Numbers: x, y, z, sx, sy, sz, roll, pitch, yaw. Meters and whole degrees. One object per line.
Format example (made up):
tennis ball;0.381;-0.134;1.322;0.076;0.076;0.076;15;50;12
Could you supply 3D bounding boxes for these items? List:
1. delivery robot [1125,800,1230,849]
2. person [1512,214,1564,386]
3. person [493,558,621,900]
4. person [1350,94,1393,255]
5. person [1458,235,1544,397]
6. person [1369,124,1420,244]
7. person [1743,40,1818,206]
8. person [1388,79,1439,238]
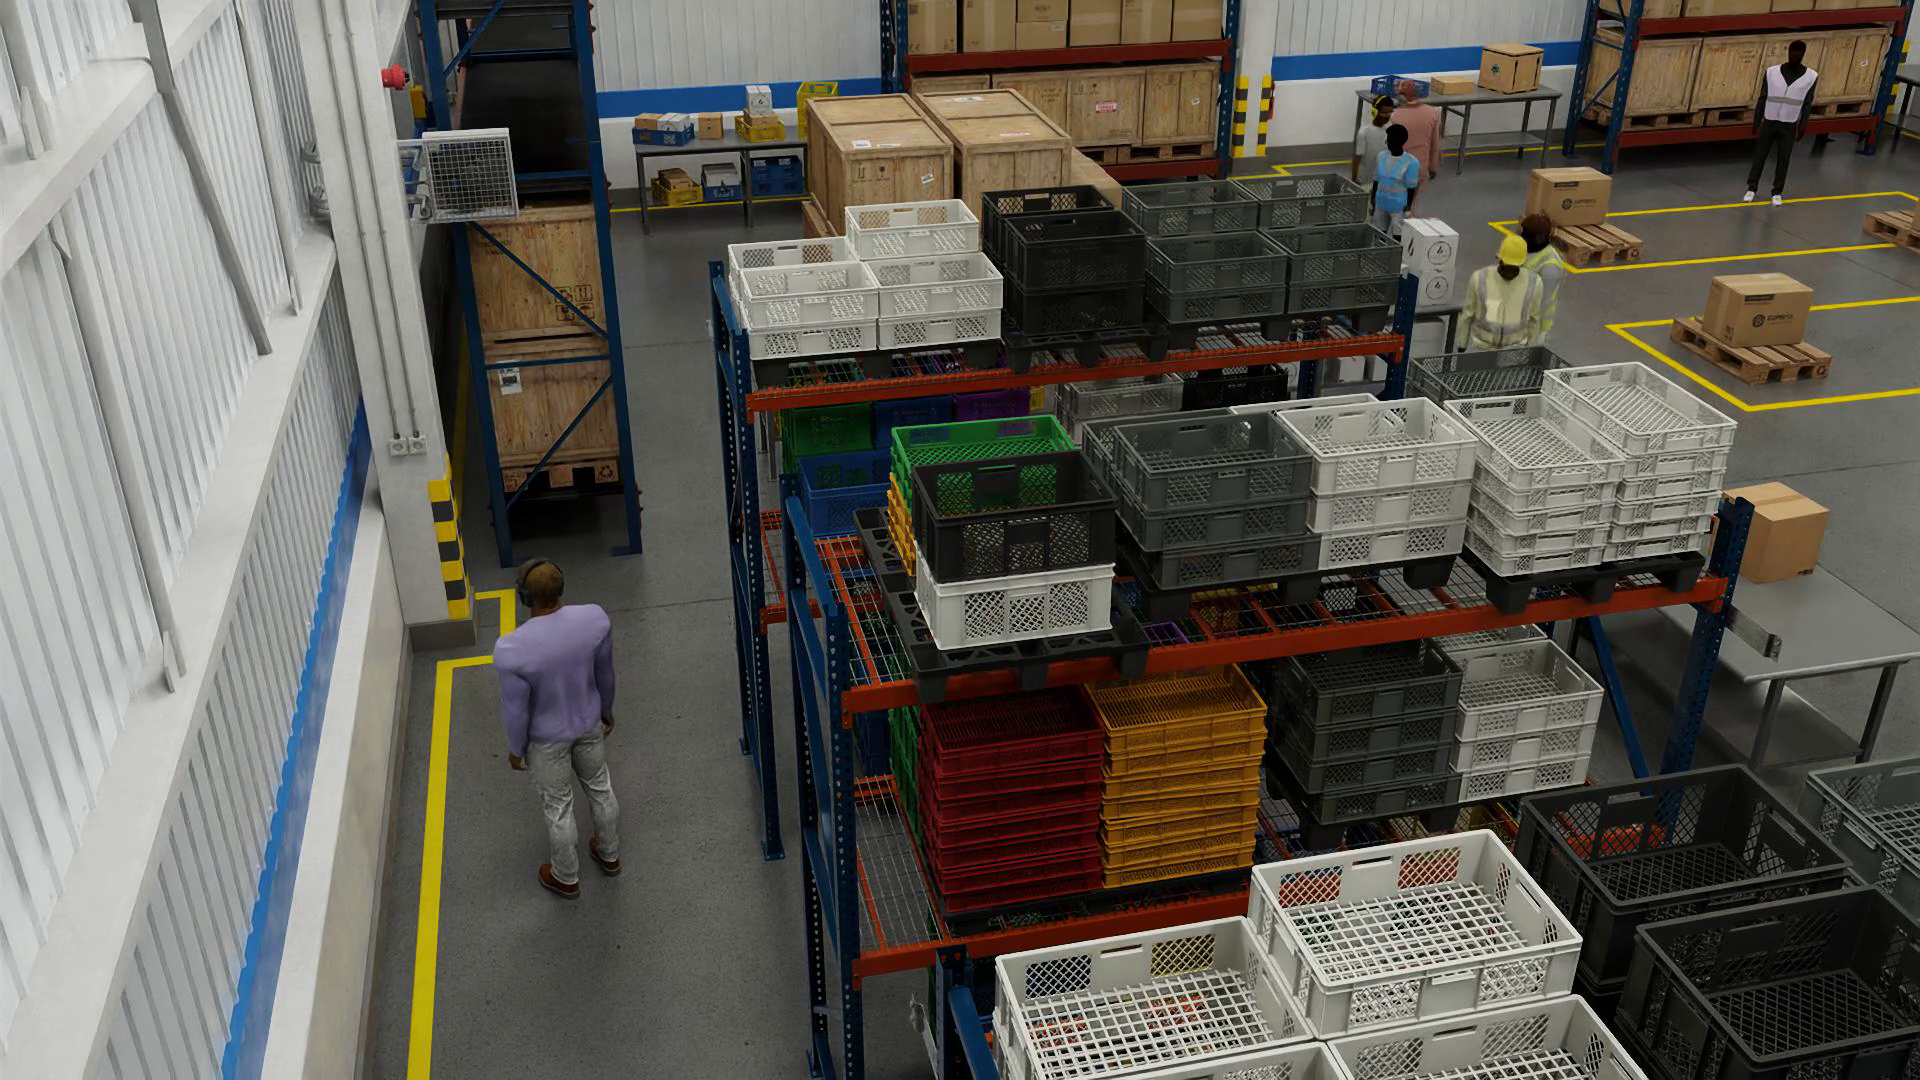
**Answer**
delivery robot;1.178;1.497;8.777;0.707;0.478;0.477;-10;29;-18
person;4.661;-1.795;13.763;0.467;1.830;0.648;-4;28;-8
person;-2.022;0.951;8.438;0.630;1.940;0.373;-23;36;-37
person;4.308;-3.756;17.472;0.525;1.852;0.426;-18;32;-30
person;4.349;-1.618;13.449;0.616;1.804;0.578;7;29;13
person;4.402;-3.407;16.973;0.320;1.685;0.542;-21;34;-34
person;9.674;-4.926;19.621;0.591;1.910;0.380;14;31;24
person;4.782;-4.017;17.943;0.679;1.868;0.711;-8;29;-15
